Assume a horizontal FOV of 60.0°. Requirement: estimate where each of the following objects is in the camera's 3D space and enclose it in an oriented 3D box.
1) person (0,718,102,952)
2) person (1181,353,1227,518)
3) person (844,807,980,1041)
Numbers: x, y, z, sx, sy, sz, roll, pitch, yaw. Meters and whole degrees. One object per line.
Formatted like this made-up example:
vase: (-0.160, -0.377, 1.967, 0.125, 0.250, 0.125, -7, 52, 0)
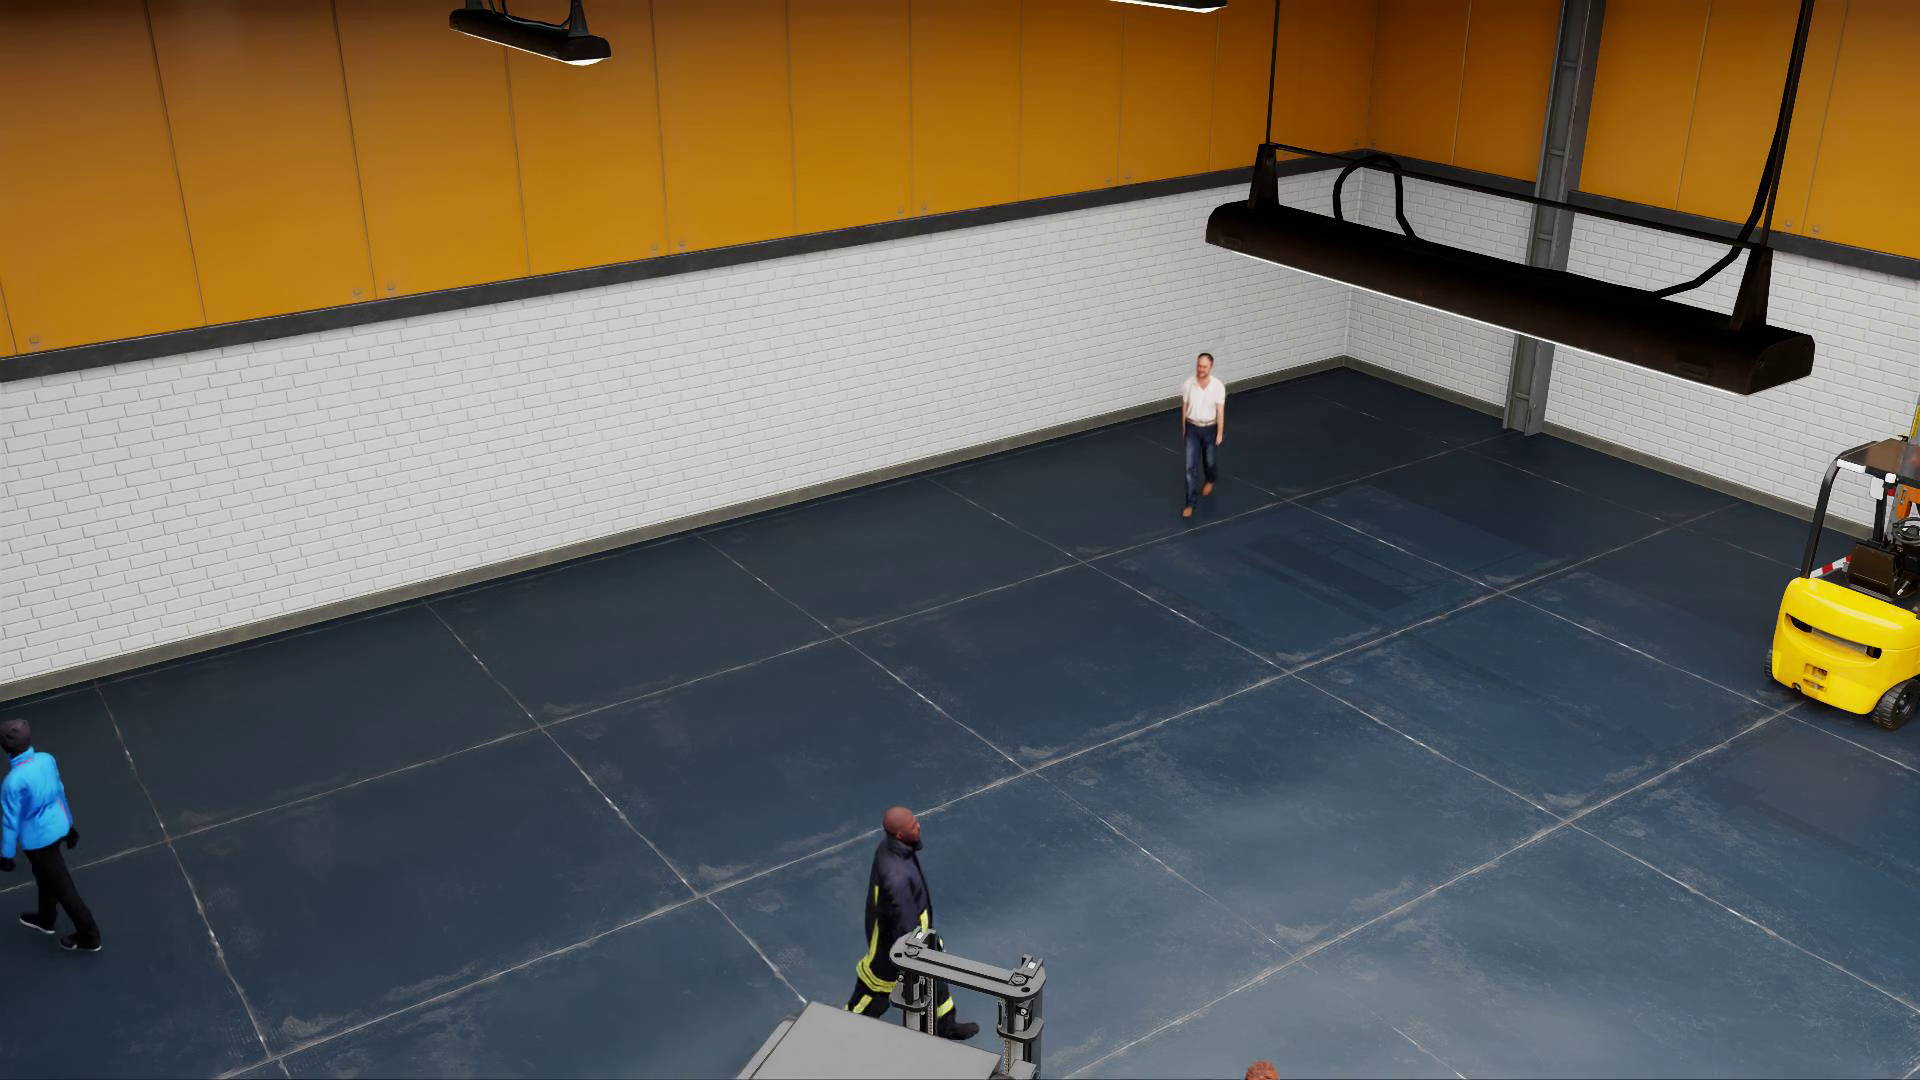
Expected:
person: (-6.065, 2.019, 11.185, 0.979, 1.773, 0.953, 1, 24, 3)
person: (2.734, -1.229, 18.562, 1.248, 1.815, 1.142, 10, 25, 21)
person: (-0.475, 2.447, 10.185, 1.221, 1.788, 1.244, 0, 24, 0)
